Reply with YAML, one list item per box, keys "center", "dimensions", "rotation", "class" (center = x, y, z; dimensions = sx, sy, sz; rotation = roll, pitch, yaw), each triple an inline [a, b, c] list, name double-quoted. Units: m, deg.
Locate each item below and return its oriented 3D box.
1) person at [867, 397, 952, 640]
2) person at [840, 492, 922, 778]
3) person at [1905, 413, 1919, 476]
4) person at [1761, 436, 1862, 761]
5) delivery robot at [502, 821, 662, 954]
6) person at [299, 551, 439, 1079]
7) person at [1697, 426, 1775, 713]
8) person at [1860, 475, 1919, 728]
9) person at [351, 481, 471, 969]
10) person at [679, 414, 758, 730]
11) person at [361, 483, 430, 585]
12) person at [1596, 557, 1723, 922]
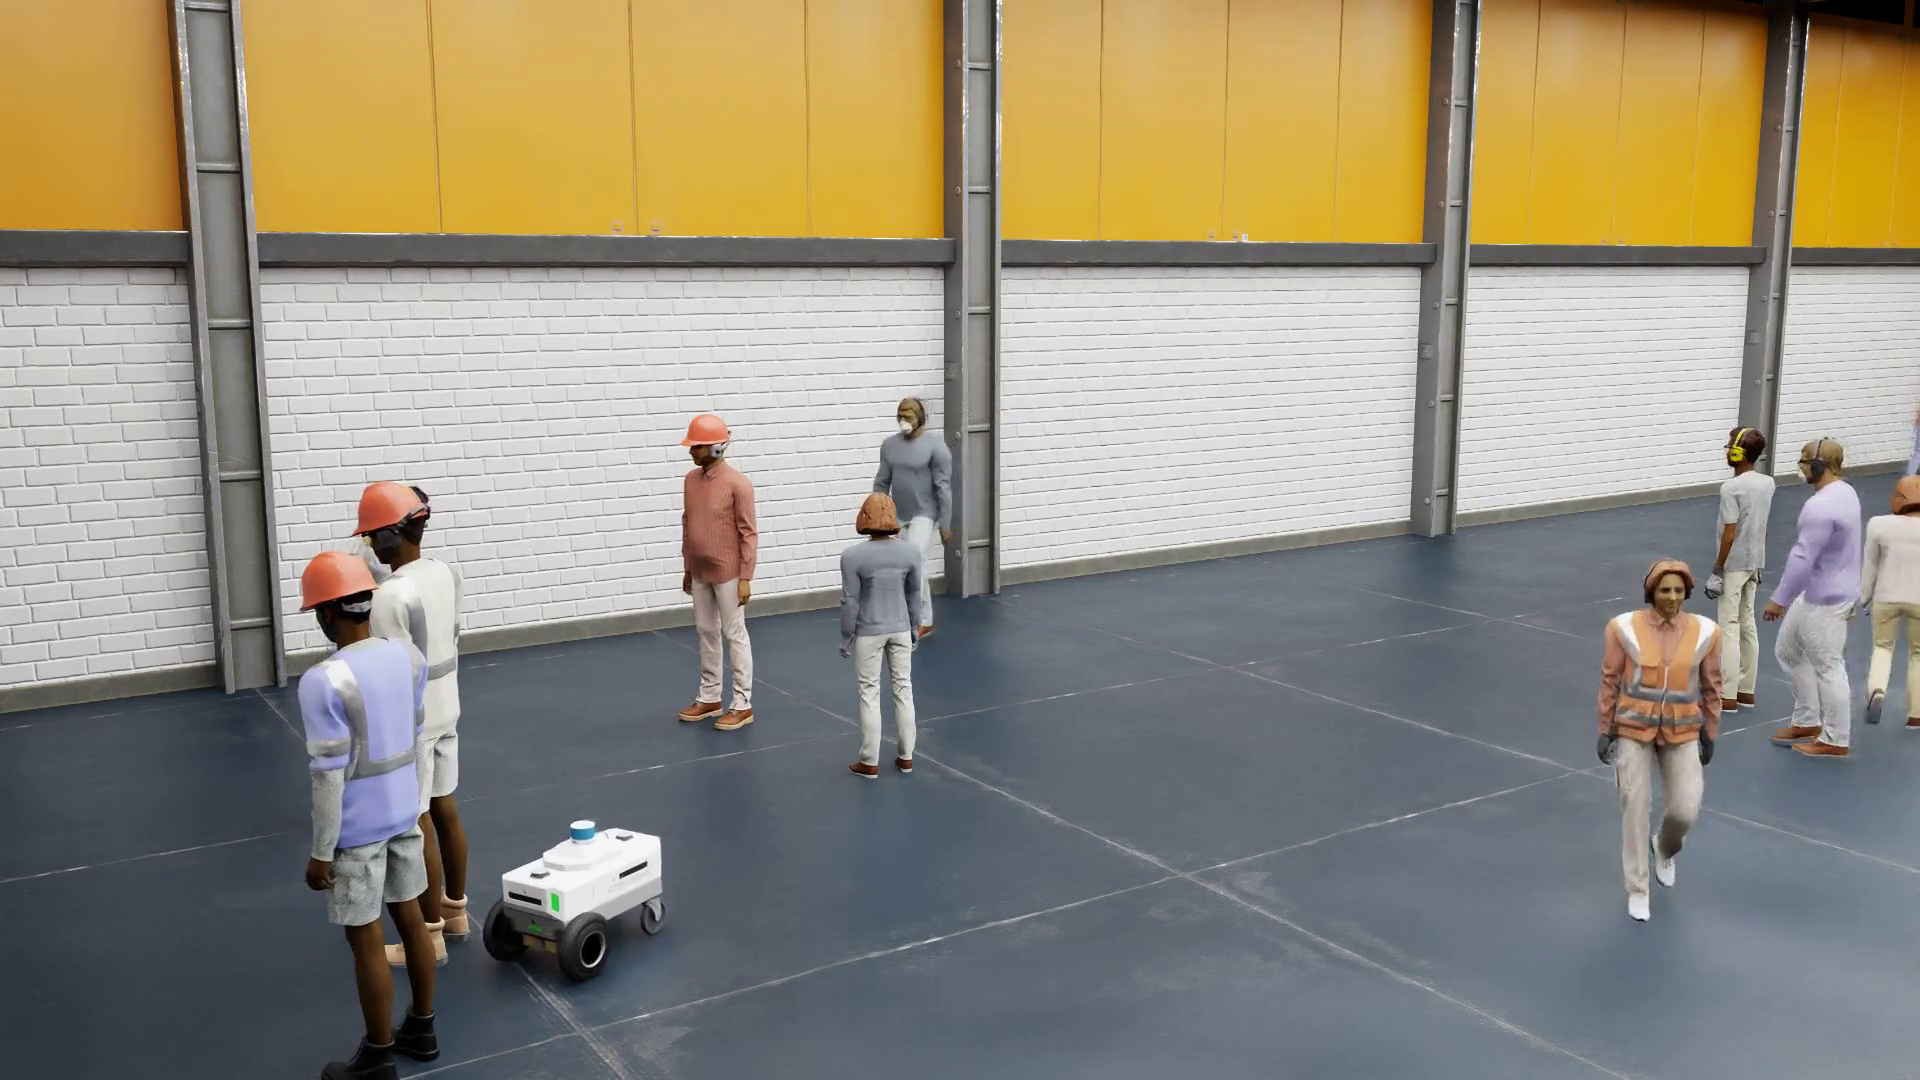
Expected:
- center: [-0.441, -0.125, 12.680]
  dimensions: [0.635, 1.909, 0.865]
  rotation: [8, 12, 39]
  class: "person"
- center: [-0.452, 0.541, 9.473]
  dimensions: [0.497, 1.633, 0.284]
  rotation: [-5, 11, -27]
  class: "person"
- center: [12.333, -1.432, 21.019]
  dimensions: [0.661, 1.734, 0.546]
  rotation: [6, 11, 31]
  class: "person"
- center: [5.022, 0.348, 9.798]
  dimensions: [0.608, 1.910, 0.621]
  rotation: [6, 11, 34]
  class: "person"
- center: [-1.591, 1.434, 7.049]
  dimensions: [0.477, 0.478, 0.707]
  rotation: [5, 11, 29]
  class: "delivery robot"
- center: [-2.116, 0.991, 5.882]
  dimensions: [0.390, 1.925, 0.547]
  rotation: [4, 10, 22]
  class: "person"
- center: [5.066, 0.194, 10.869]
  dimensions: [0.513, 1.867, 0.328]
  rotation: [-6, 11, -34]
  class: "person"
- center: [5.882, 0.399, 10.369]
  dimensions: [0.522, 1.615, 0.529]
  rotation: [7, 12, 37]
  class: "person"
- center: [-2.292, 0.765, 6.921]
  dimensions: [0.389, 2.034, 0.605]
  rotation: [1, 10, 9]
  class: "person"
- center: [-1.540, 0.197, 10.462]
  dimensions: [0.617, 1.990, 0.393]
  rotation: [8, 12, 40]
  class: "person"
- center: [-2.964, 0.603, 8.570]
  dimensions: [0.740, 1.805, 0.551]
  rotation: [-2, 10, -10]
  class: "person"
- center: [3.130, 0.875, 7.486]
  dimensions: [0.526, 1.624, 0.447]
  rotation: [2, 10, 14]
  class: "person"
